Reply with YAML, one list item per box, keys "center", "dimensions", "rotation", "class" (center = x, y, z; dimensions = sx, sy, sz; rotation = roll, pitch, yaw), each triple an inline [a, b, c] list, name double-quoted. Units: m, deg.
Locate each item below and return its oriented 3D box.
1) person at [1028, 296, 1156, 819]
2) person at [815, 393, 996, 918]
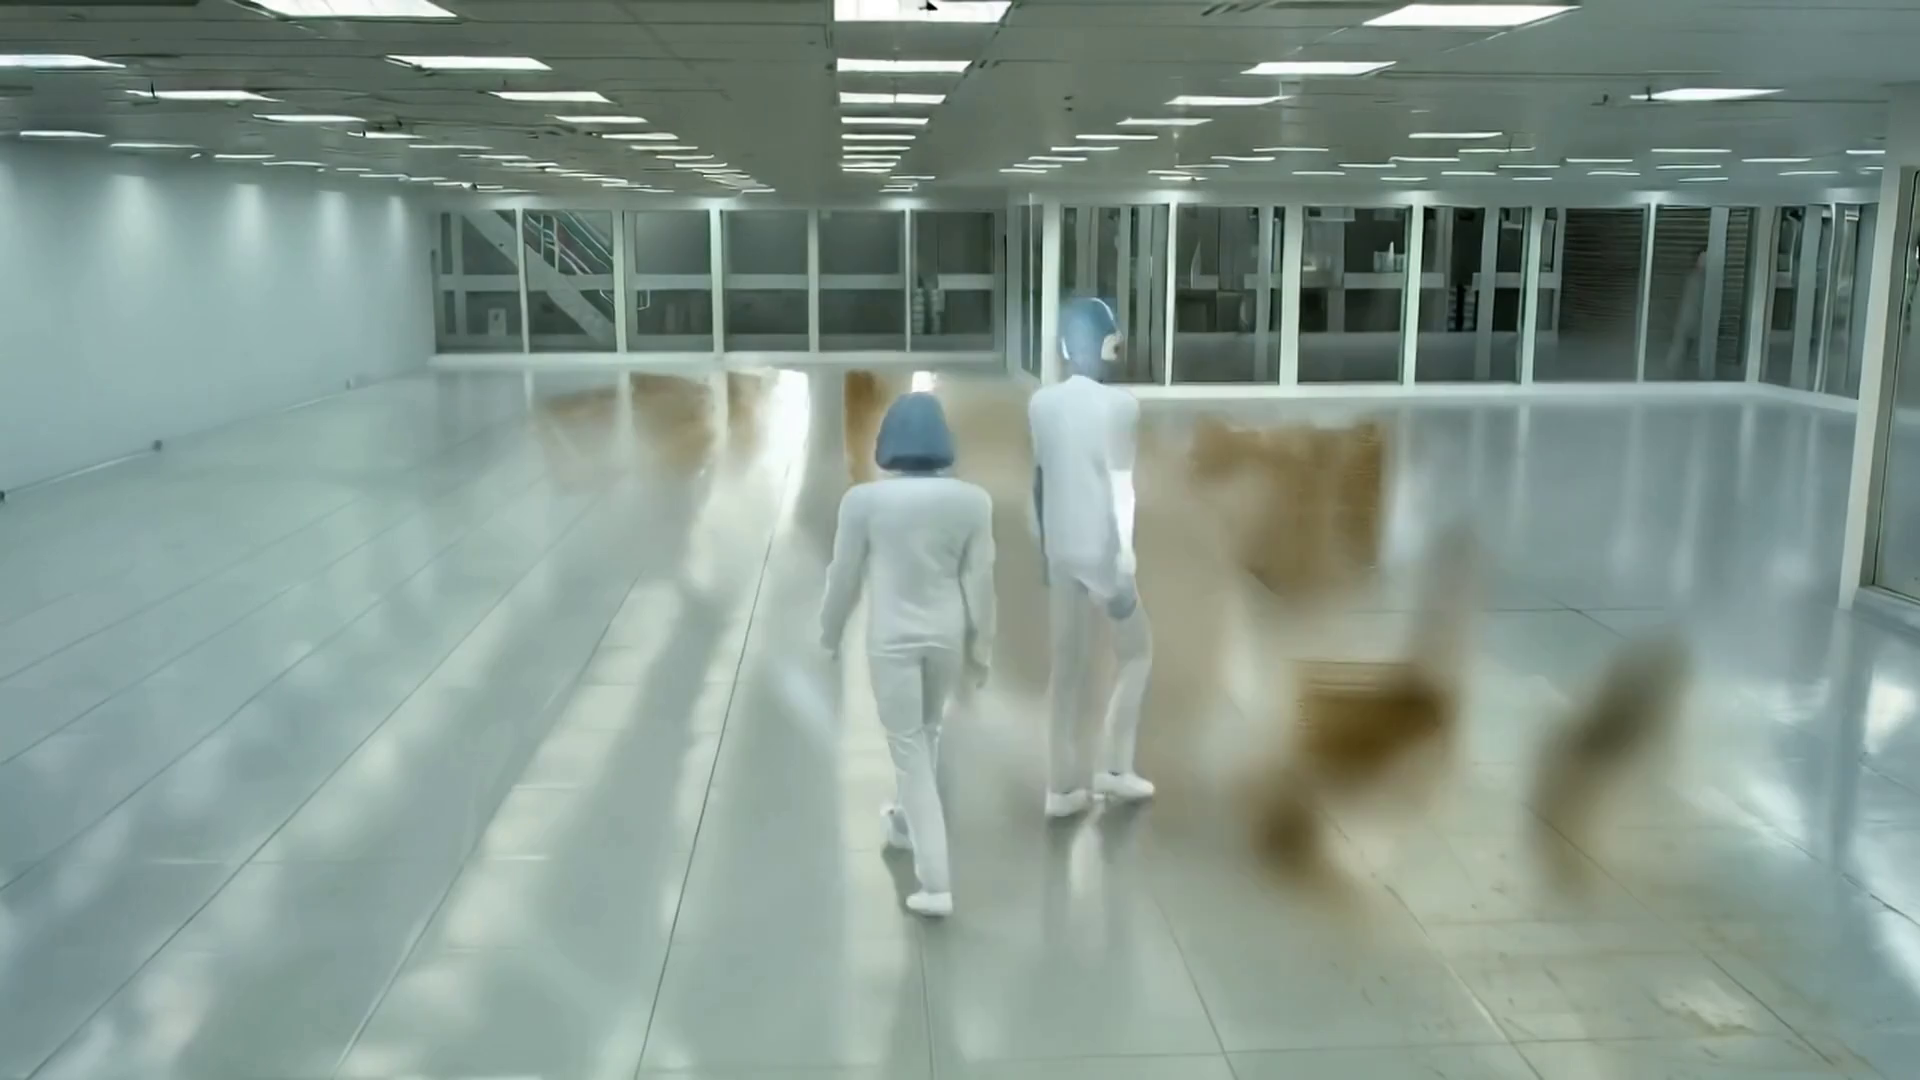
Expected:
- center: [0.505, 0.064, 5.972]
  dimensions: [0.525, 1.852, 0.629]
  rotation: [9, 14, 41]
  class: "person"
- center: [-0.149, 0.336, 5.246]
  dimensions: [0.513, 1.586, 0.878]
  rotation: [-5, 11, -23]
  class: "person"
